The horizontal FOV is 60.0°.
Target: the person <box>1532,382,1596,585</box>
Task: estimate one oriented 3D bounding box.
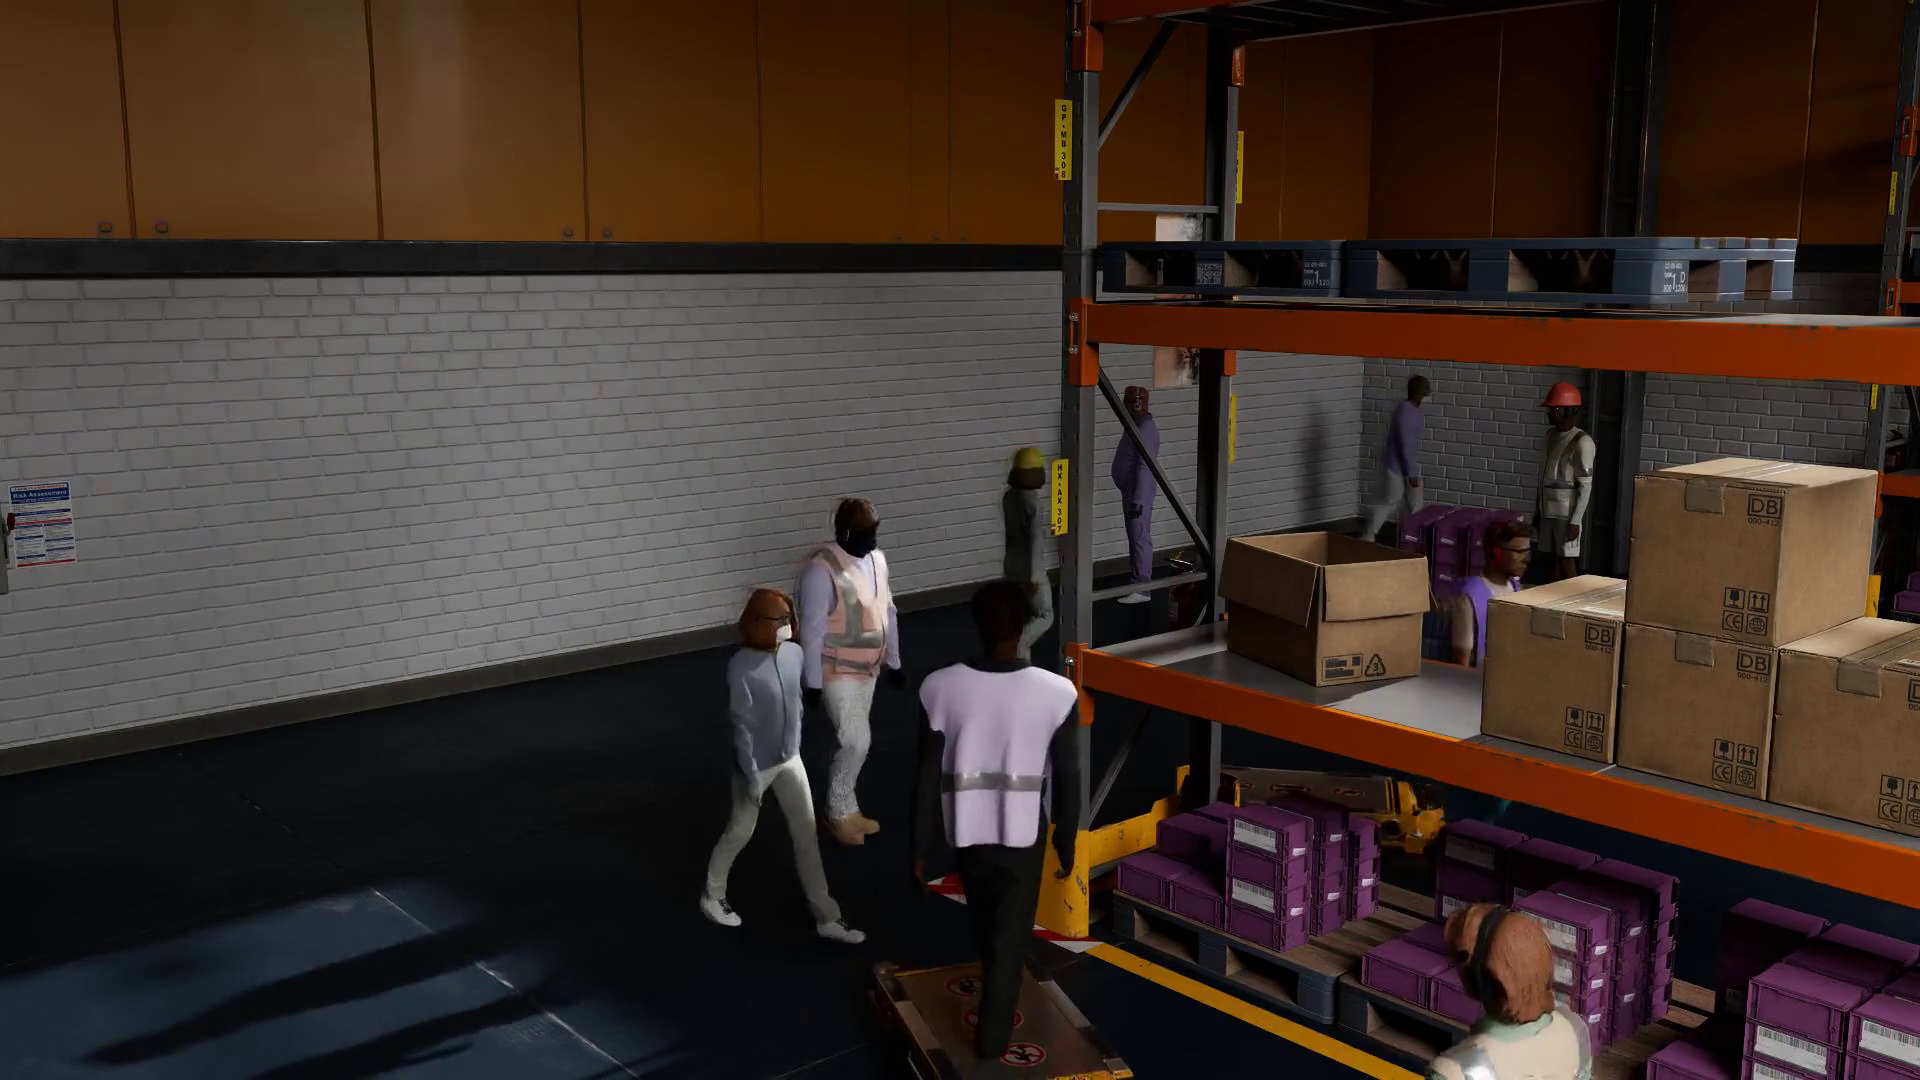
[{"bbox_3d":[4.732,-0.223,13.175,0.378,2.045,0.605,-2,10,-13],"label":"person"}]

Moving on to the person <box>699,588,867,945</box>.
[{"bbox_3d":[-0.847,0.993,7.399,0.831,1.596,0.505,8,12,38],"label":"person"}]

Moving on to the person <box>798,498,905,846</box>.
[{"bbox_3d":[-0.562,0.675,8.575,0.459,1.815,0.666,5,11,27],"label":"person"}]

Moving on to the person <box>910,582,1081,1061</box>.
[{"bbox_3d":[0.134,1.084,6.106,0.603,1.850,1.001,2,10,13],"label":"person"}]

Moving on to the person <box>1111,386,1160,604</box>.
[{"bbox_3d":[1.530,-0.399,14.606,0.407,1.908,0.641,0,10,0],"label":"person"}]

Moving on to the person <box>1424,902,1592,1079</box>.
[{"bbox_3d":[1.166,1.598,3.731,0.524,1.629,0.370,-8,12,-38],"label":"person"}]

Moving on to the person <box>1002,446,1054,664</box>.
[{"bbox_3d":[0.418,0.206,11.587,0.452,1.729,0.489,-6,11,-32],"label":"person"}]

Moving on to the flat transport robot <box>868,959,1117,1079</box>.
[{"bbox_3d":[0.154,1.873,6.087,0.652,0.197,1.431,-3,10,-17],"label":"flat transport robot"}]

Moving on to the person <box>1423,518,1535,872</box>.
[{"bbox_3d":[2.470,0.800,7.800,0.449,1.827,0.608,9,13,42],"label":"person"}]

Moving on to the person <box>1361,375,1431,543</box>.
[{"bbox_3d":[4.412,-0.715,16.599,0.858,1.878,0.653,5,11,29],"label":"person"}]

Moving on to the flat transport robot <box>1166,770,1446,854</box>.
[{"bbox_3d":[1.826,1.410,8.799,1.431,0.197,0.652,2,10,12],"label":"flat transport robot"}]
